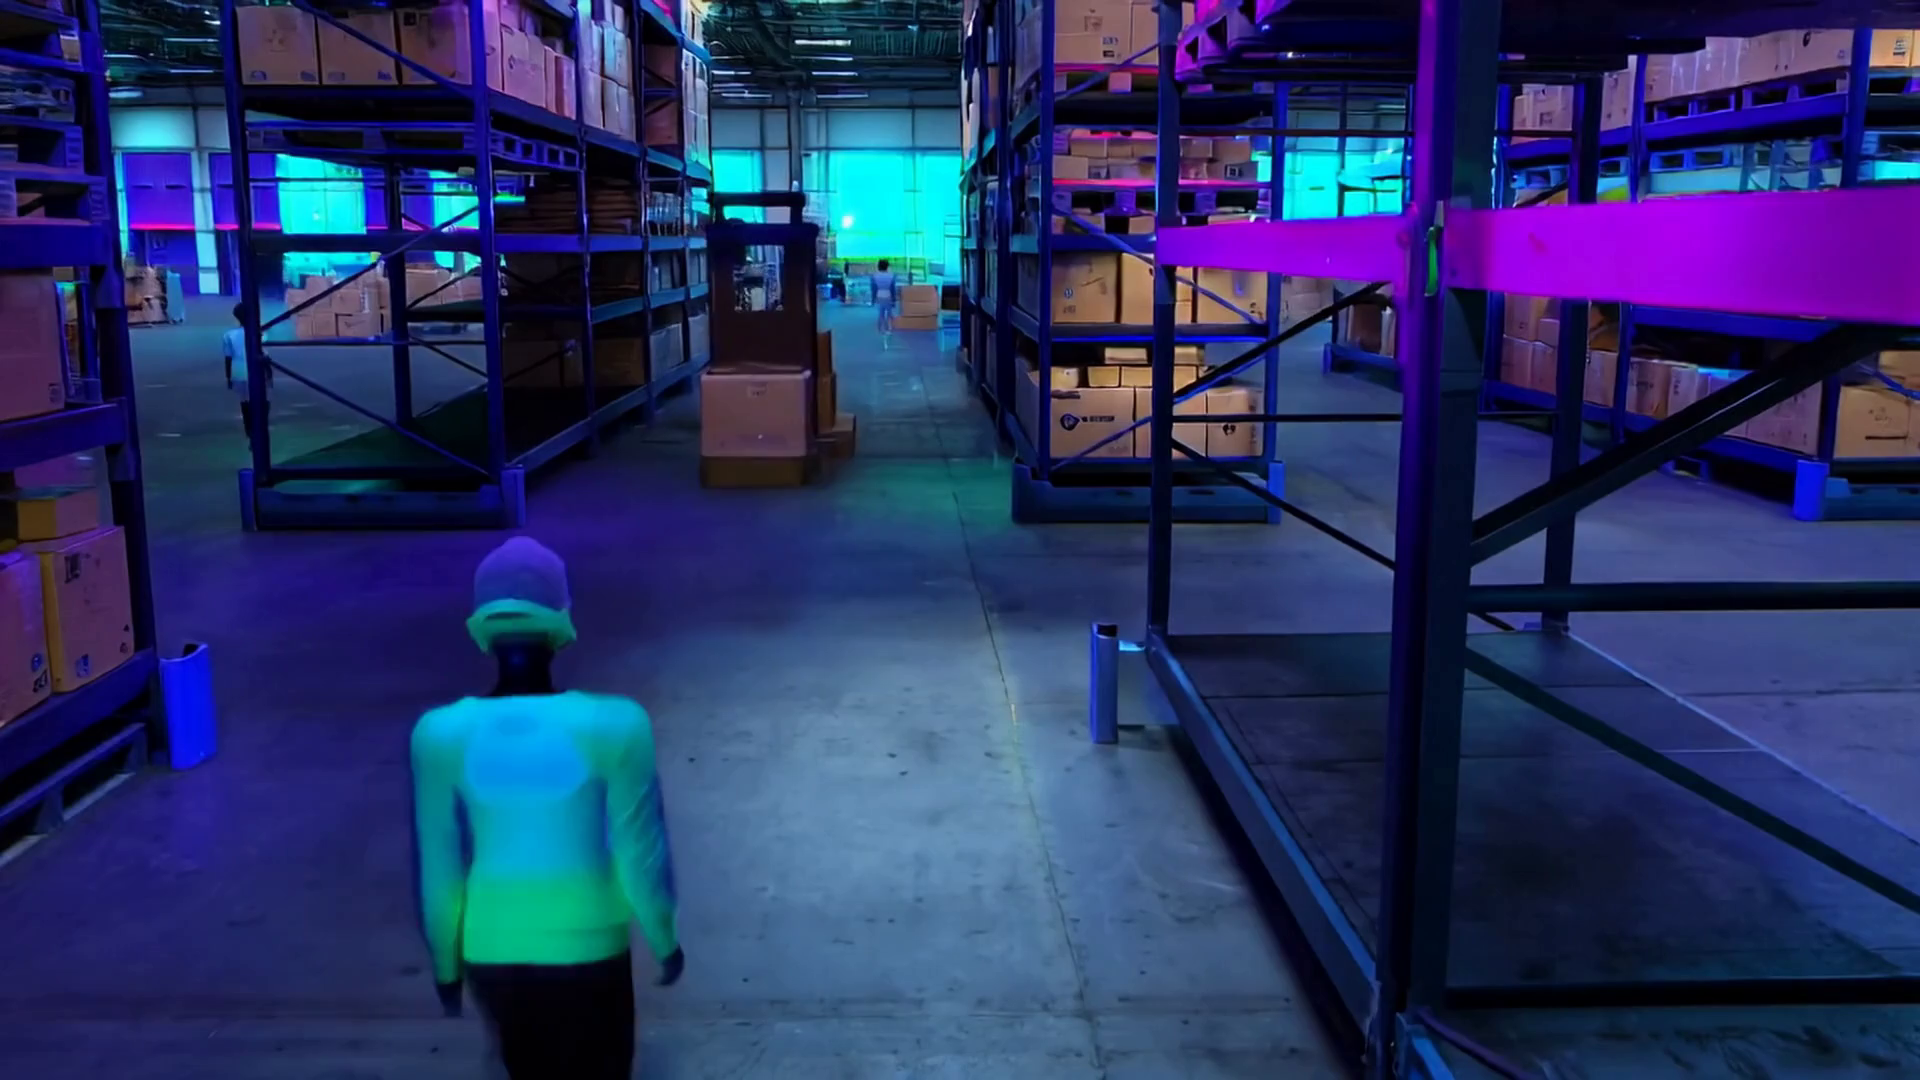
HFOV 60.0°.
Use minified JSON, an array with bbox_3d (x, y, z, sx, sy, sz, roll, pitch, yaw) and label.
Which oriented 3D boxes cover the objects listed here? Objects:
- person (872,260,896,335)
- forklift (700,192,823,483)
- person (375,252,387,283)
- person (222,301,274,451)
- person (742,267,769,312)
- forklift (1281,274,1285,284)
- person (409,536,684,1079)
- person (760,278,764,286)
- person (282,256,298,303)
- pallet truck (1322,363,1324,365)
[{"bbox_3d":[-1.909,-6.046,41.594,0.602,1.895,0.743,1,10,6],"label":"person"},{"bbox_3d":[-1.981,-2.045,16.510,1.129,2.768,1.873,0,10,-2],"label":"forklift"},{"bbox_3d":[-21.854,-9.912,62.807,0.395,1.993,0.614,-7,12,-34],"label":"person"},{"bbox_3d":[-7.953,-1.823,18.577,0.549,1.685,0.434,0,10,-1],"label":"person"},{"bbox_3d":[-3.691,-3.971,30.043,0.563,1.891,1.018,-5,11,-27],"label":"person"},{"bbox_3d":[12.135,-10.836,65.485,1.129,2.768,1.873,0,10,-2],"label":"forklift"},{"bbox_3d":[-0.883,0.861,3.482,0.525,1.739,0.791,1,10,7],"label":"person"},{"bbox_3d":[-4.367,-4.970,36.162,0.391,1.684,0.541,4,11,23],"label":"person"},{"bbox_3d":[-25.190,-9.757,62.462,0.811,1.816,0.636,3,11,18],"label":"person"},{"bbox_3d":[7.712,-4.157,30.737,1.885,1.965,0.823,3,11,16],"label":"pallet truck"}]
